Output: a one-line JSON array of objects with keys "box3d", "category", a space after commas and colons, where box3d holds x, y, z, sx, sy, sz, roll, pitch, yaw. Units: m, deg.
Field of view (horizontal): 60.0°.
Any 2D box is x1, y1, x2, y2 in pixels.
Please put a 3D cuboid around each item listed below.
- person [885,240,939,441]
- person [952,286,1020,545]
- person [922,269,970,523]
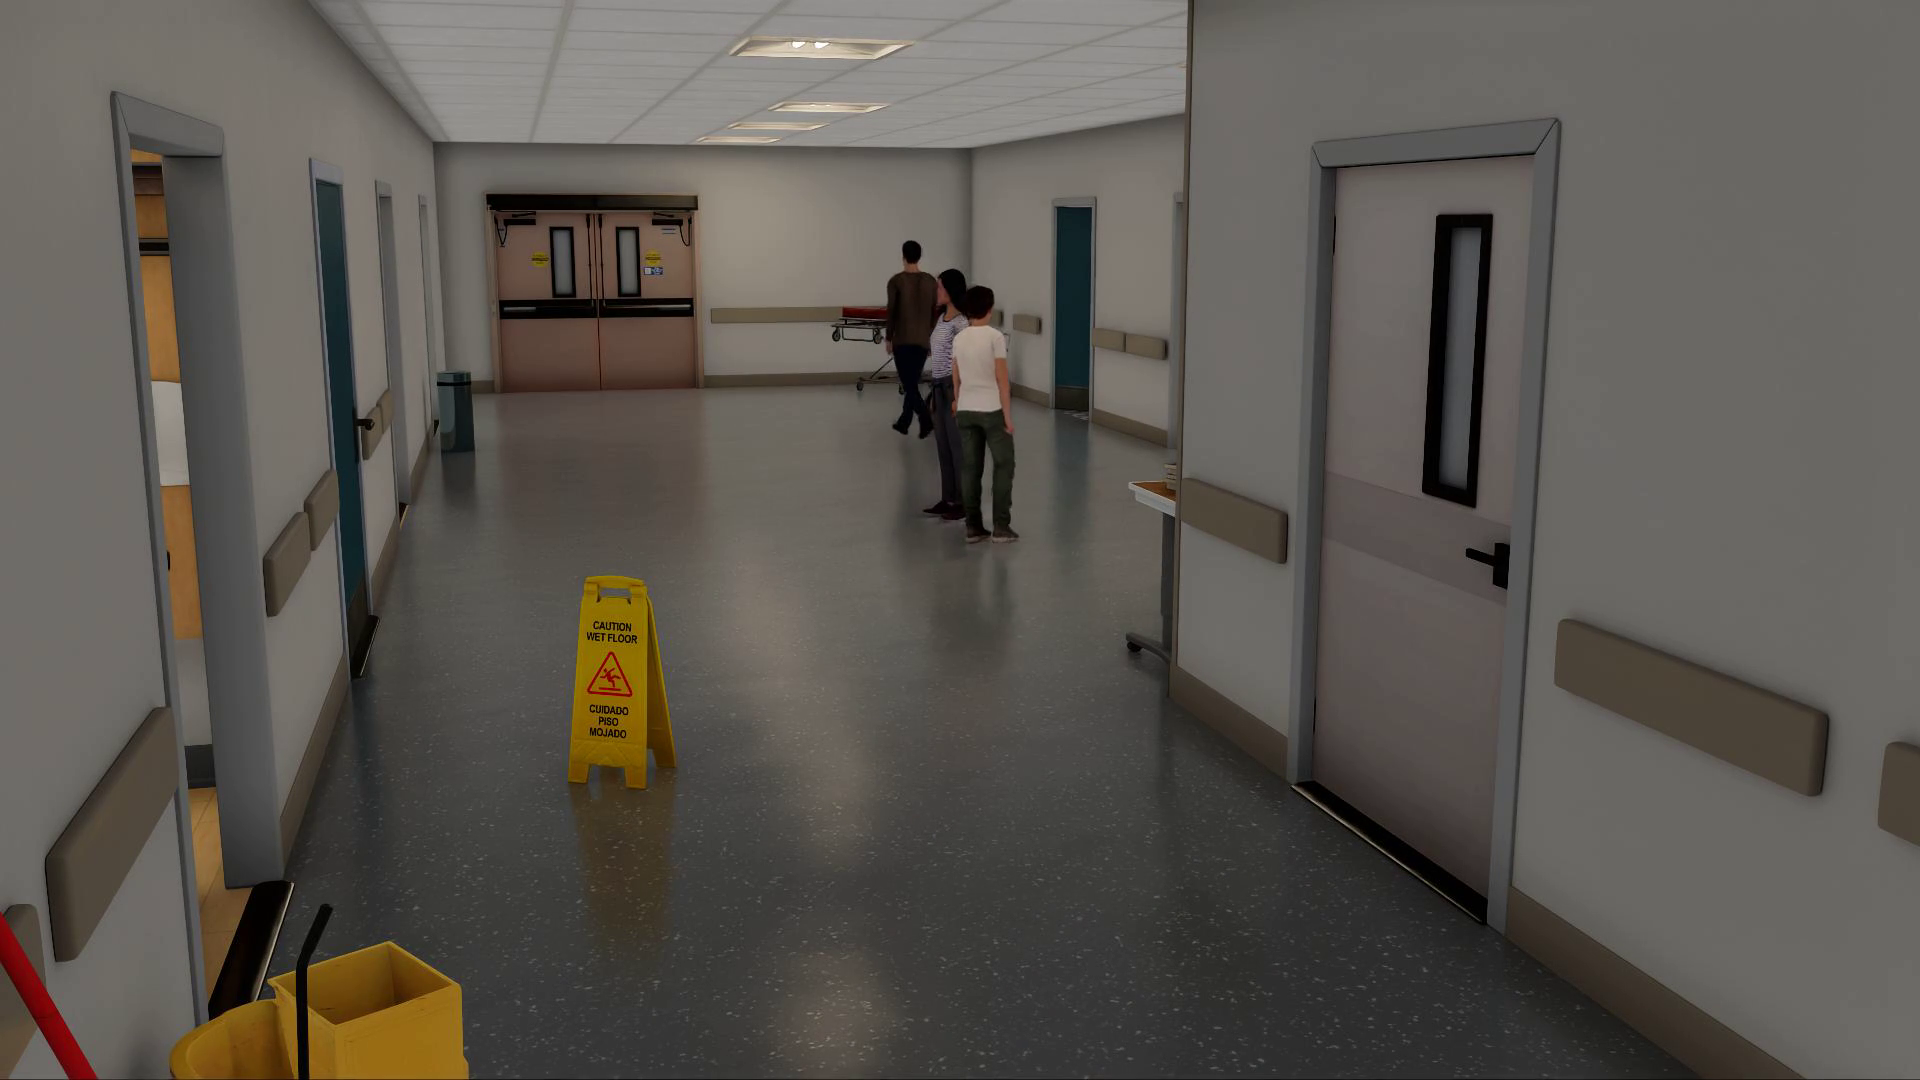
[{"box3d": [-0.430, -1.847, 15.635, 0.838, 1.853, 1.248, -6, 12, -28], "category": "person"}, {"box3d": [0.112, -0.787, 10.592, 0.719, 1.650, 0.781, 7, 13, 31], "category": "person"}, {"box3d": [-0.044, -1.000, 11.486, 0.687, 1.736, 0.504, -4, 12, -22], "category": "person"}]
